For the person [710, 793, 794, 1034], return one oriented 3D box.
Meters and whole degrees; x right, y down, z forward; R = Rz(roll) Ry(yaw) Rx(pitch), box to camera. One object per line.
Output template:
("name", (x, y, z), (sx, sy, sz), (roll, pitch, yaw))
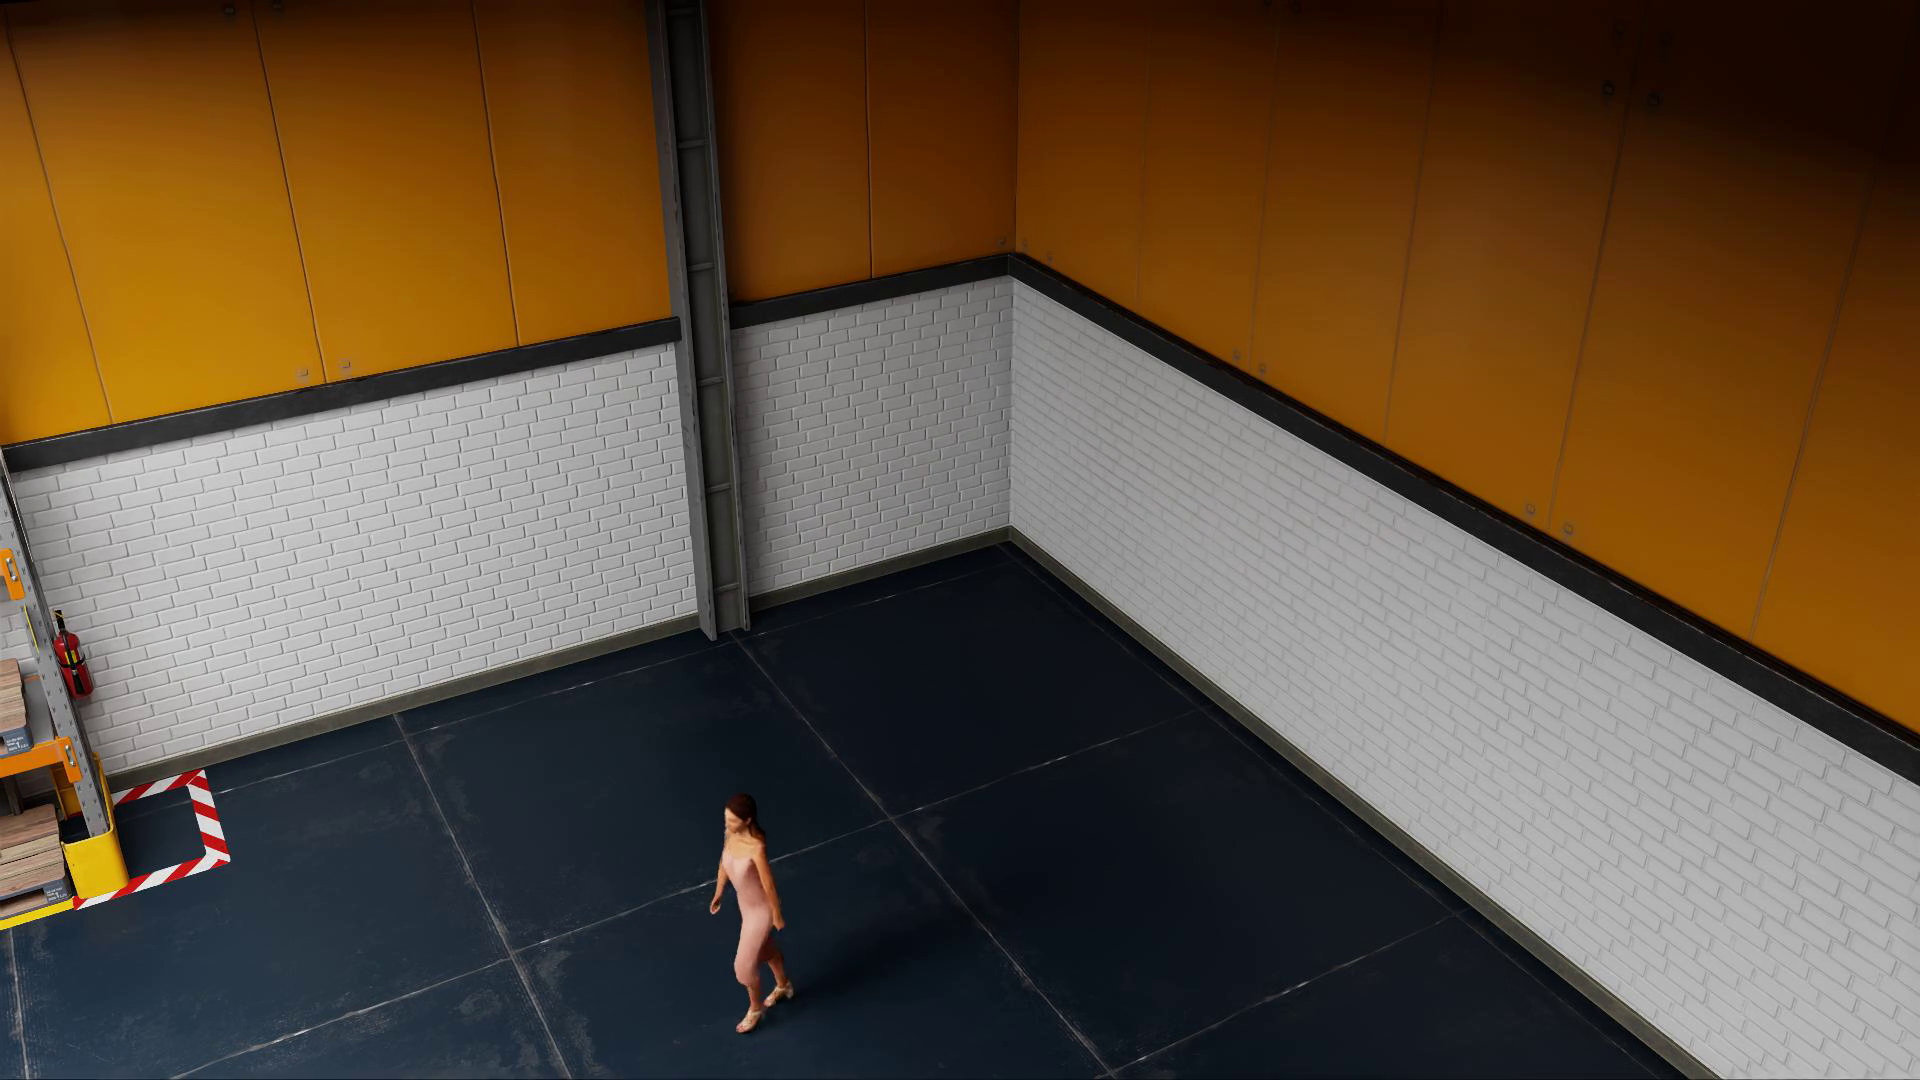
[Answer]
("person", (-1.228, 2.324, 10.726), (0.704, 1.806, 0.598), (-17, 33, -28))
